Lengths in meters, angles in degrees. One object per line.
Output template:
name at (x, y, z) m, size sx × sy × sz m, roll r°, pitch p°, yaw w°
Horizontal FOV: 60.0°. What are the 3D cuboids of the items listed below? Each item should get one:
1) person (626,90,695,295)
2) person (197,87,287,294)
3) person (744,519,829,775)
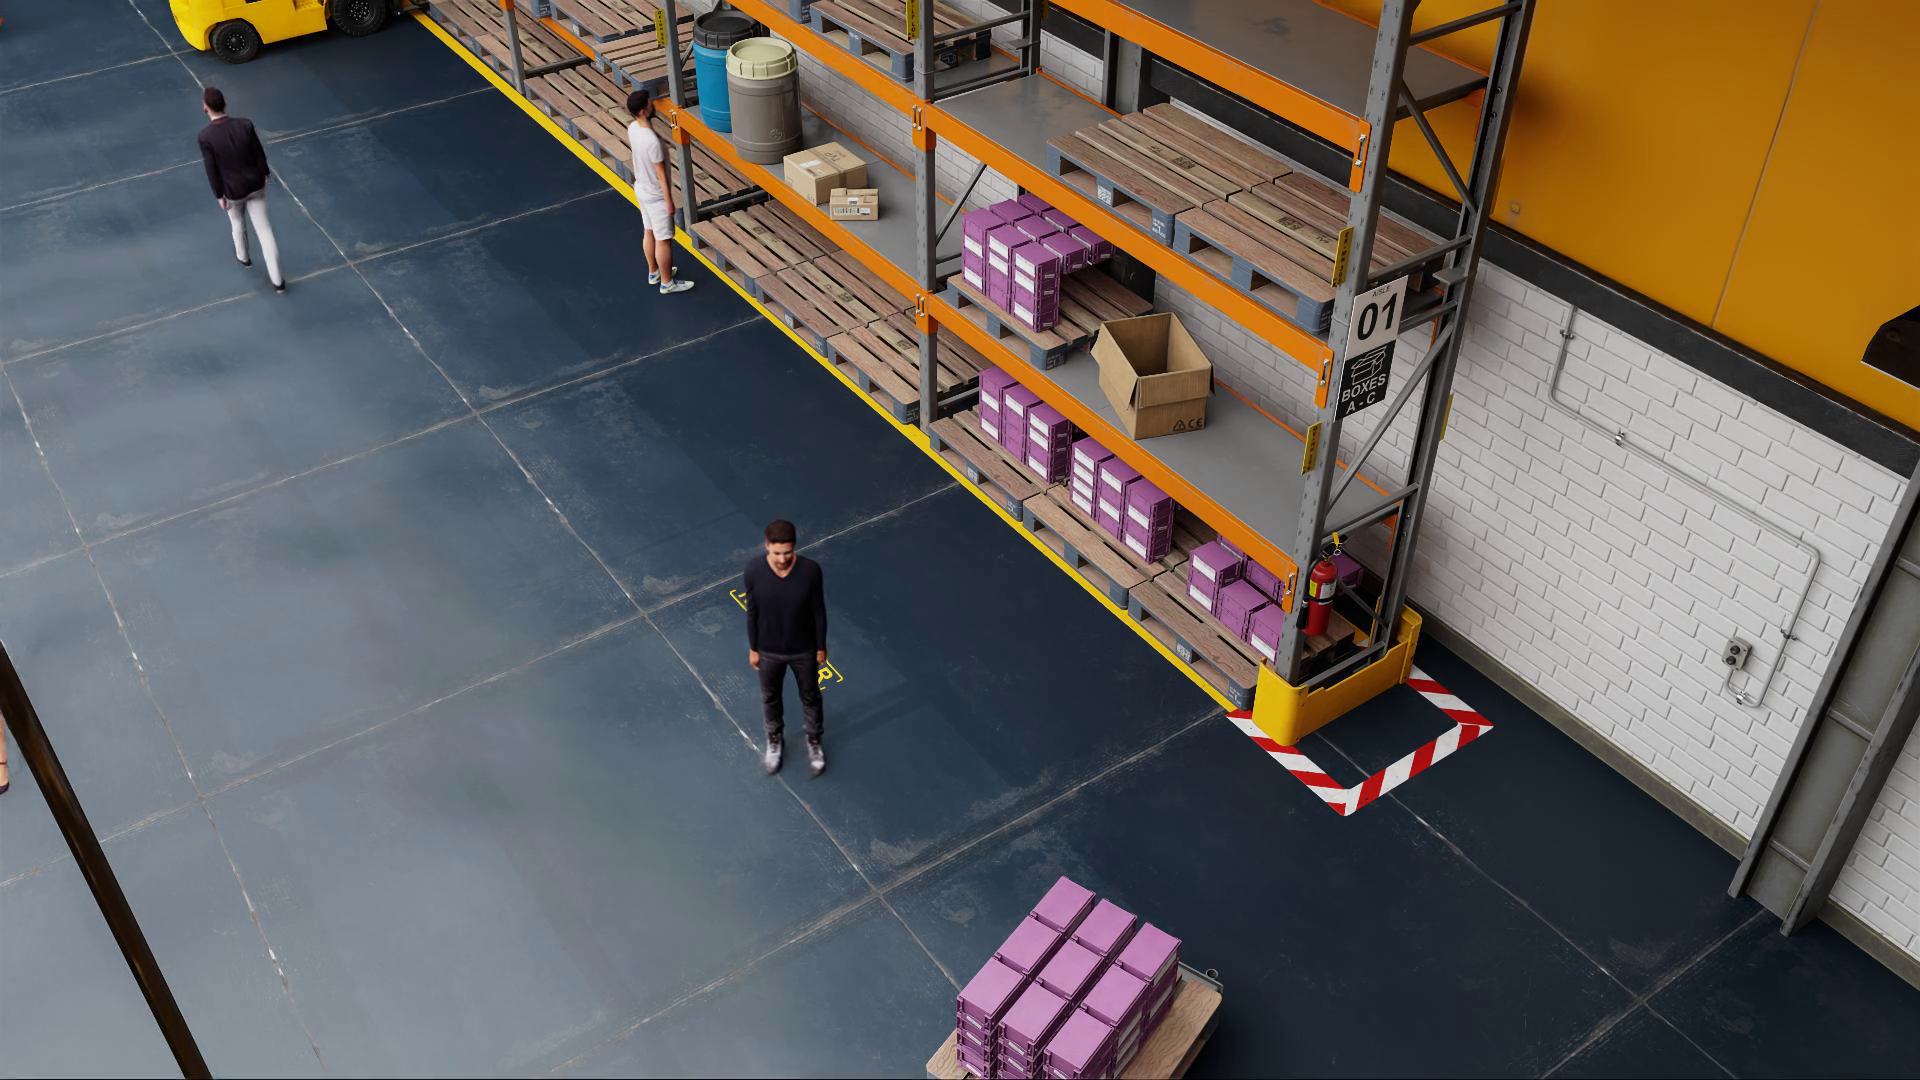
person at (-2.672, -3.034, 14.485) m, size 0.728 × 1.856 × 0.490 m, roll -23°, pitch 44°, yaw -26°
person at (-6.204, -3.000, 14.488) m, size 0.705 × 1.800 × 1.092 m, roll -21°, pitch 43°, yaw -24°
person at (-1.031, 0.614, 9.909) m, size 0.720 × 1.867 × 0.742 m, roll -1°, pitch 39°, yaw -1°
